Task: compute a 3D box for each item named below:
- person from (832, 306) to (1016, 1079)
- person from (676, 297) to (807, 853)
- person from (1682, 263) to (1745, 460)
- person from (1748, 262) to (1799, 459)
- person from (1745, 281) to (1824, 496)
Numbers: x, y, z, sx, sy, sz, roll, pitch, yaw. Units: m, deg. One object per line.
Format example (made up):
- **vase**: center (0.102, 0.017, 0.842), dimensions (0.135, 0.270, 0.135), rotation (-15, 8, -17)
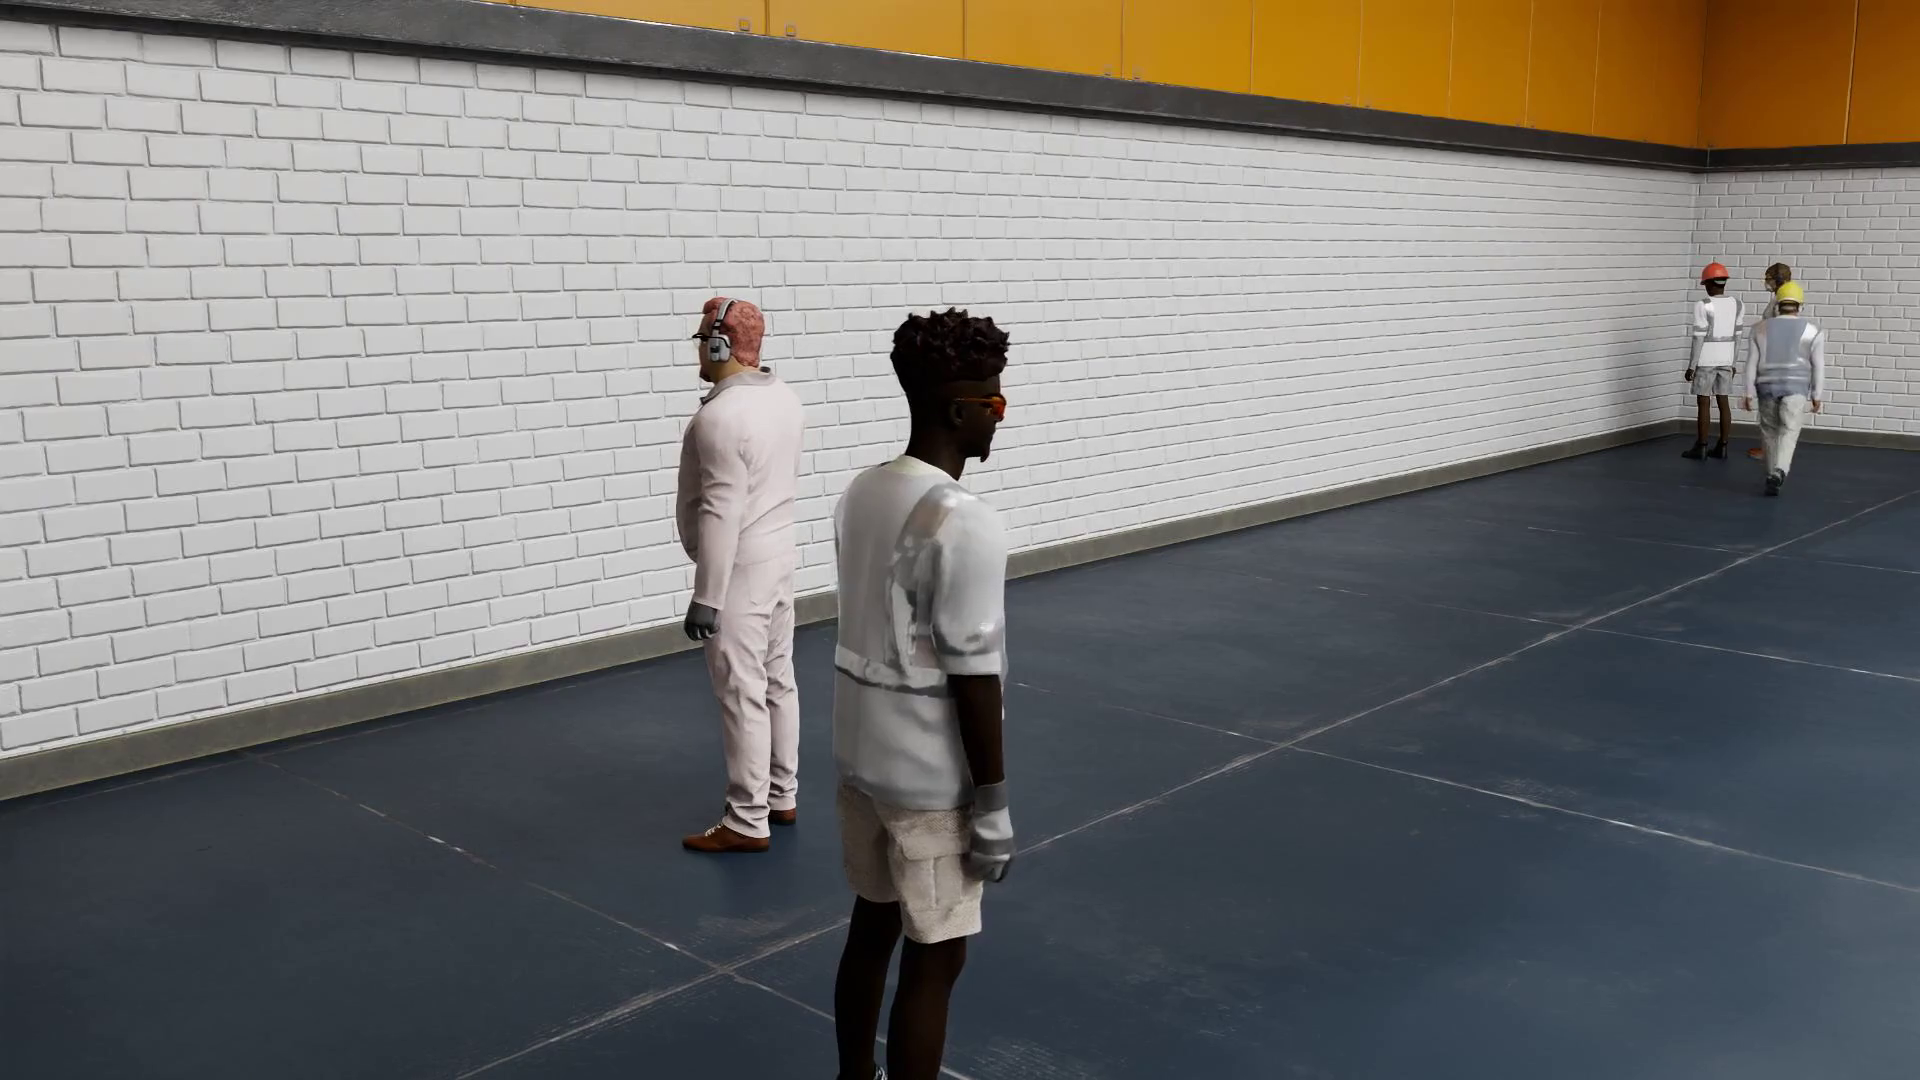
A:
- **person**: center (-0.071, 0.479, 3.606), dimensions (0.399, 1.956, 0.608), rotation (-5, 11, -26)
- **person**: center (-0.775, 0.125, 5.753), dimensions (0.406, 1.909, 0.636), rotation (3, 10, 17)
- **person**: center (7.394, -1.751, 16.370), dimensions (0.543, 1.928, 0.374), rotation (-2, 10, -13)
- **person**: center (8.044, -1.759, 16.403), dimensions (0.372, 1.934, 0.627), rotation (5, 11, 27)
- **person**: center (6.973, -1.283, 14.093), dimensions (0.598, 1.804, 0.851), rotation (7, 12, 33)
